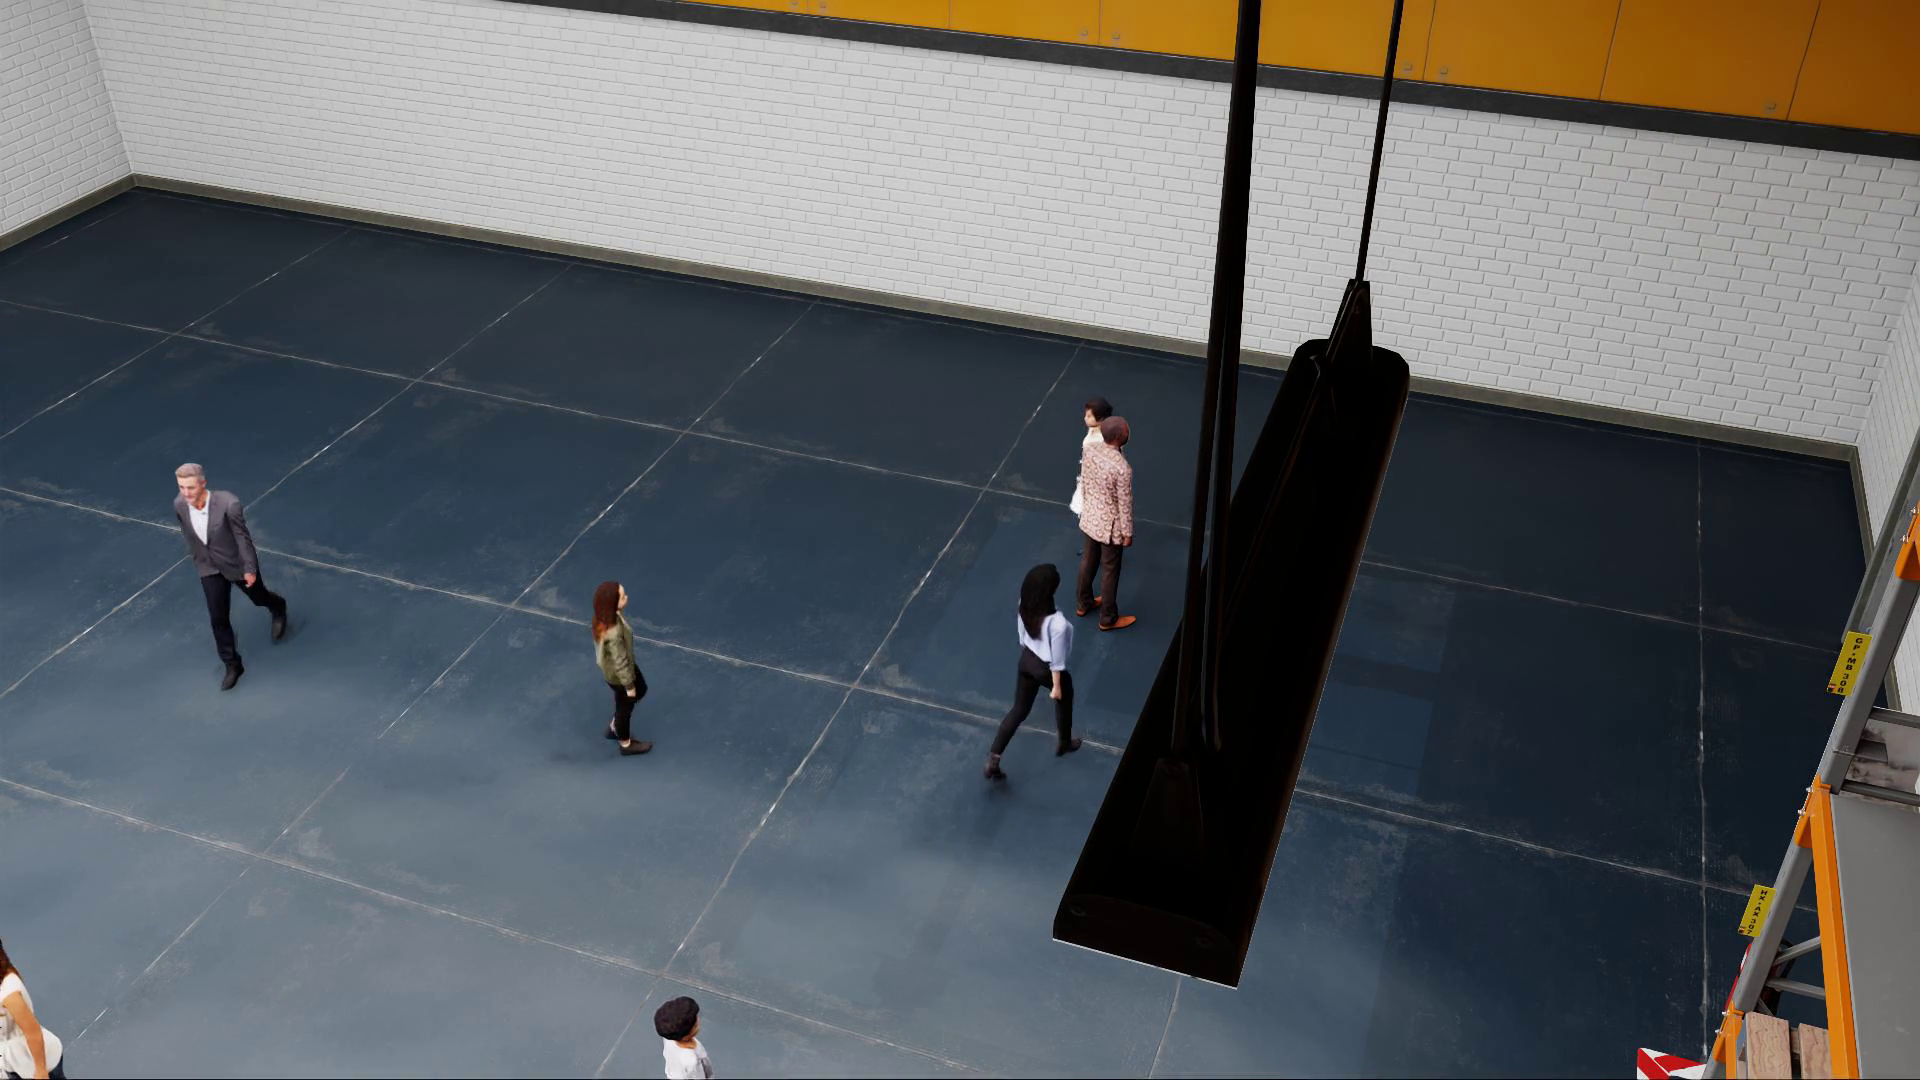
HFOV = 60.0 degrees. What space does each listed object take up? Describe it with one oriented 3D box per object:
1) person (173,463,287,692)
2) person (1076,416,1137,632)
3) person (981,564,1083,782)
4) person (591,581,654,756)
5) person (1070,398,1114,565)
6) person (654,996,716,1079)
[{"bbox_3d":[-5.393,0.153,12.326,0.967,1.794,1.274,1,34,1],"label":"person"},{"bbox_3d":[1.114,-0.146,12.763,0.798,1.807,0.785,-22,39,-29],"label":"person"},{"bbox_3d":[0.473,0.933,11.230,1.219,1.707,1.022,-25,41,-32],"label":"person"},{"bbox_3d":[-2.412,0.908,11.483,0.767,1.471,0.681,-8,35,-12],"label":"person"},{"bbox_3d":[1.211,-0.482,13.511,0.765,1.539,0.703,-14,36,-20],"label":"person"},{"bbox_3d":[-1.424,2.865,8.726,0.613,1.262,0.573,-25,41,-33],"label":"person"}]
